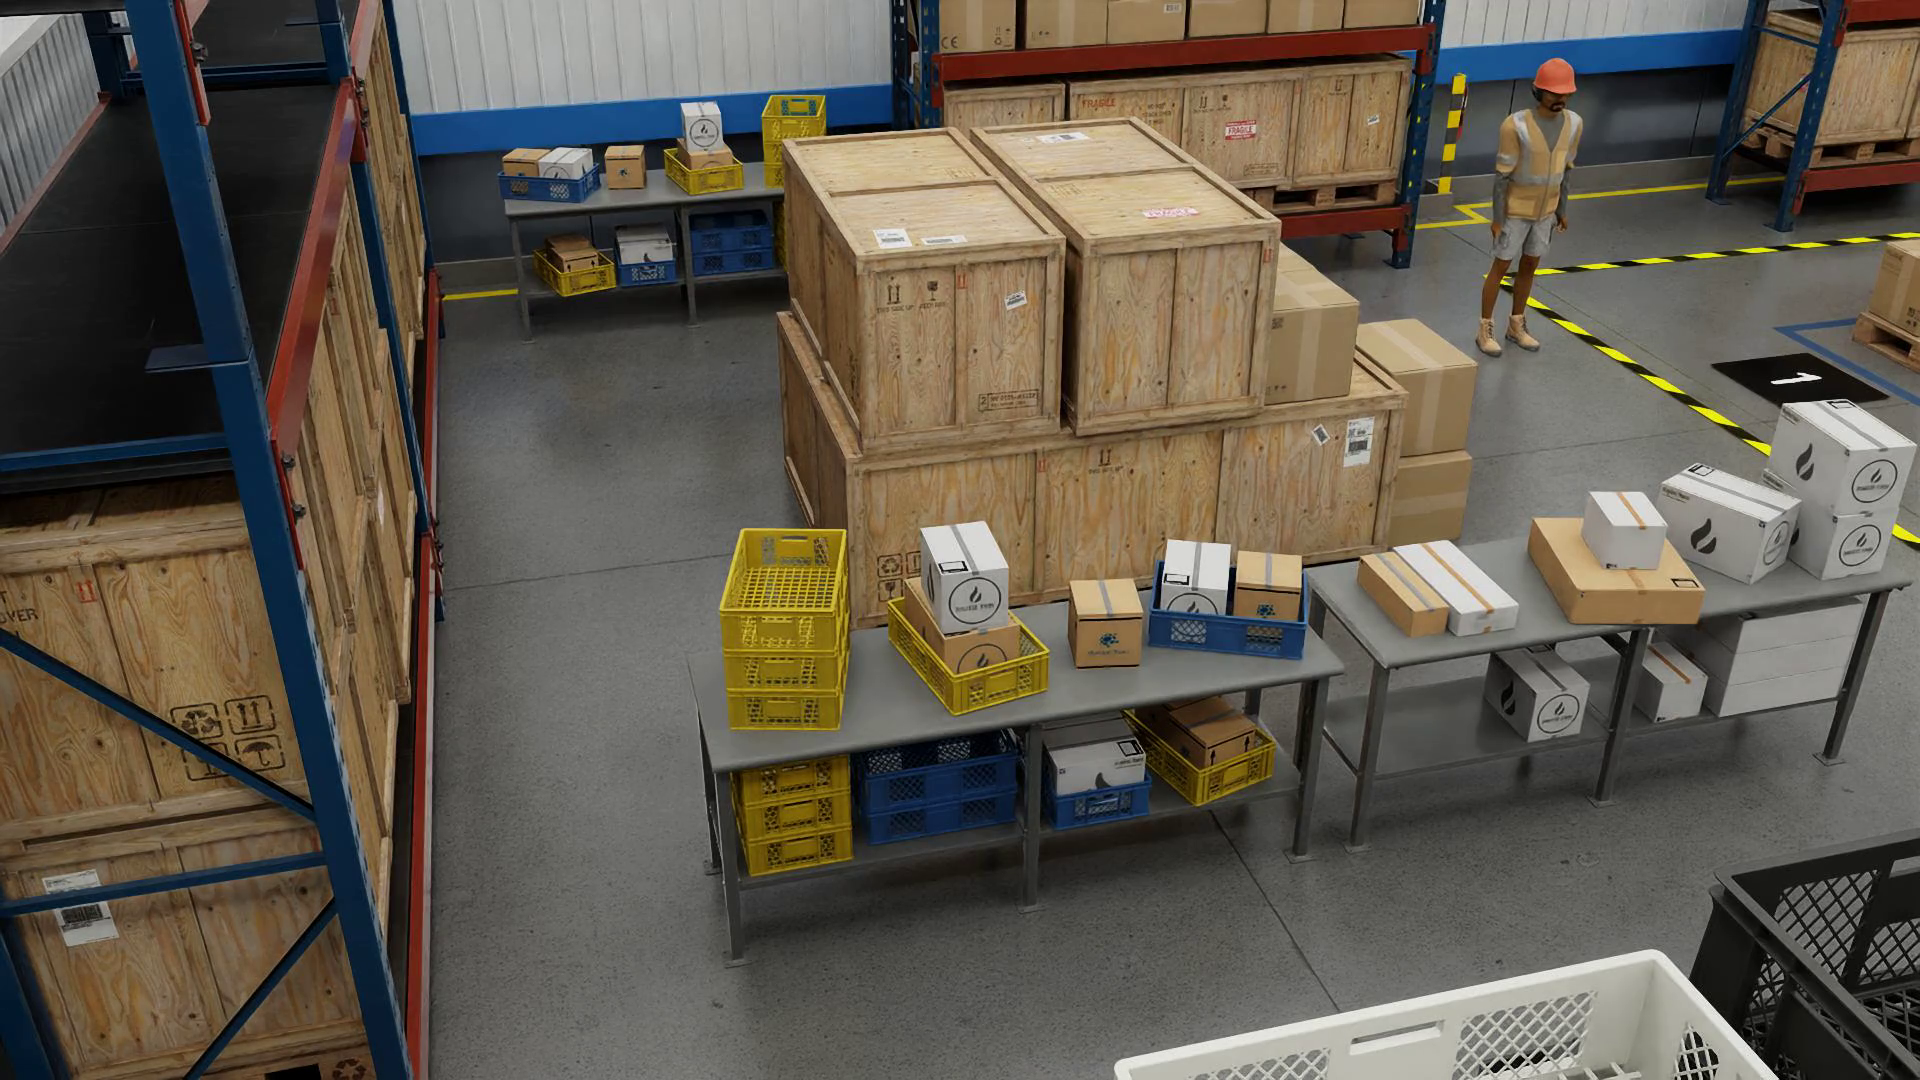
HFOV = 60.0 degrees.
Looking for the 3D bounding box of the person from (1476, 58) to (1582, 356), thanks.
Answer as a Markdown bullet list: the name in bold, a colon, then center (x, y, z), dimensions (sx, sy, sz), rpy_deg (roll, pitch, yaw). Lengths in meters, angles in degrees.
- **person**: center (3.915, -2.265, 11.391), dimensions (0.604, 2.045, 0.384), rpy_deg (-8, 30, -14)
